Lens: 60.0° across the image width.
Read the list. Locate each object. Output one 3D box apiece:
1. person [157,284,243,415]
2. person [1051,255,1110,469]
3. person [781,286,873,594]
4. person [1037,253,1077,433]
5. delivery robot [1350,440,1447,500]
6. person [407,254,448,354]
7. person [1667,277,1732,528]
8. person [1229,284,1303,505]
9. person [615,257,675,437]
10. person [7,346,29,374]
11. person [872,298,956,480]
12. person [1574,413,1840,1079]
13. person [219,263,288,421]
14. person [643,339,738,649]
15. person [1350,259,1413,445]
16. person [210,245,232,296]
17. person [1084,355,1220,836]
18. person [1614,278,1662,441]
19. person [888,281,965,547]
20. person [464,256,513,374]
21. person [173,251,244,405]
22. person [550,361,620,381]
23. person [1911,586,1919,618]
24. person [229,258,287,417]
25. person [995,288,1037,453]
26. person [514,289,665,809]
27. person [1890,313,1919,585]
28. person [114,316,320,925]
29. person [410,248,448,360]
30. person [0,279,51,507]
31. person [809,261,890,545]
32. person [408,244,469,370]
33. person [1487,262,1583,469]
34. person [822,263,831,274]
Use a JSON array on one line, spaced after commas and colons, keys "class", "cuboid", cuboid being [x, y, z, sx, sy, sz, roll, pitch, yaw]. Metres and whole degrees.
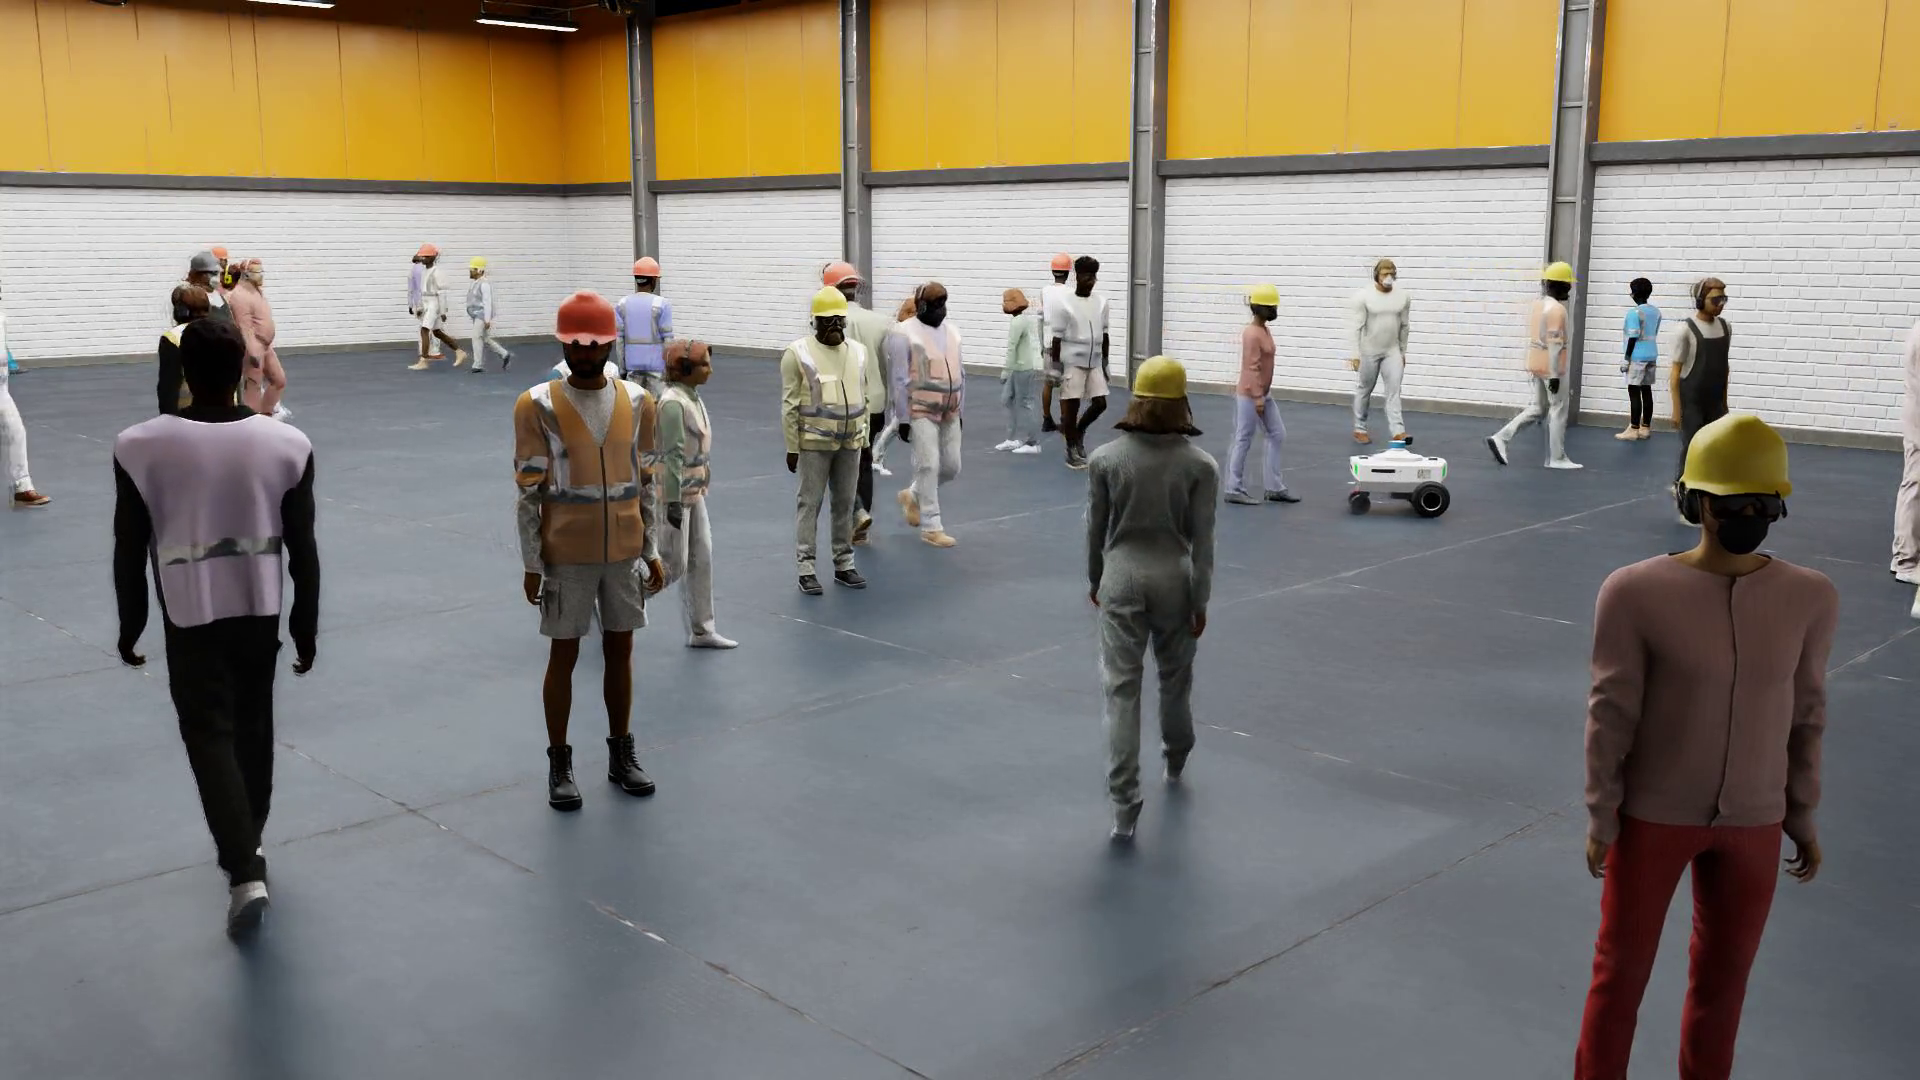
[{"class": "person", "cuboid": [-4.939, -0.765, 10.914, 0.682, 1.823, 0.632, 4, 11, 22]}, {"class": "person", "cuboid": [1.108, -1.622, 15.232, 0.633, 1.946, 0.456, -5, 12, -27]}, {"class": "person", "cuboid": [-0.777, -0.595, 9.959, 0.599, 1.830, 0.404, -7, 13, -34]}, {"class": "person", "cuboid": [1.089, -2.125, 17.999, 0.551, 1.941, 0.342, 10, 14, 43]}, {"class": "delivery robot", "cuboid": [3.363, -0.522, 12.788, 0.707, 0.478, 0.477, 2, 10, 9]}, {"class": "person", "cuboid": [-9.465, -4.171, 29.545, 0.645, 1.799, 0.748, 2, 11, 10]}, {"class": "person", "cuboid": [5.410, -0.999, 12.159, 0.550, 1.832, 0.434, -4, 11, -20]}, {"class": "person", "cuboid": [2.431, -1.123, 13.059, 0.691, 1.740, 0.559, 5, 12, 26]}, {"class": "person", "cuboid": [-2.824, -1.582, 15.050, 0.550, 1.935, 0.376, 3, 11, 14]}, {"class": "person", "cuboid": [-14.750, -3.375, 25.253, 0.577, 1.793, 1.007, 9, 13, 39]}, {"class": "person", "cuboid": [-0.467, -1.329, 14.609, 0.846, 1.594, 0.526, 3, 11, 15]}, {"class": "person", "cuboid": [1.614, 0.603, 3.604, 0.527, 1.768, 0.331, 0, 10, 0]}, {"class": "person", "cuboid": [-7.946, -2.141, 18.415, 0.916, 1.833, 0.530, 0, 10, -1]}, {"class": "person", "cuboid": [-1.493, -0.218, 8.472, 0.623, 1.617, 0.524, 1, 10, 7]}, {"class": "person", "cuboid": [4.241, -1.862, 16.713, 0.664, 1.881, 1.006, -2, 11, -9]}, {"class": "person", "cuboid": [-10.733, -3.279, 24.181, 0.429, 1.981, 0.657, -5, 12, -26]}, {"class": "person", "cuboid": [0.705, 0.170, 6.156, 0.492, 1.697, 0.896, 2, 11, 9]}, {"class": "person", "cuboid": [7.088, -1.884, 17.363, 0.529, 1.694, 0.321, -8, 13, -38]}, {"class": "person", "cuboid": [-0.237, -0.883, 11.550, 0.632, 1.824, 0.640, -9, 14, -41]}, {"class": "person", "cuboid": [-7.319, -3.471, 25.689, 0.729, 1.814, 0.591, -5, 11, -25]}, {"class": "person", "cuboid": [-7.107, -1.768, 15.785, 1.031, 2.000, 0.698, 2, 10, 8]}, {"class": "person", "cuboid": [-2.212, -0.551, 10.296, 0.758, 1.606, 0.541, 7, 13, 35]}, {"class": "person", "cuboid": [5.679, -0.297, 8.998, 0.858, 1.590, 0.506, 8, 13, 36]}, {"class": "person", "cuboid": [-7.341, -2.001, 17.454, 0.485, 1.890, 0.686, -1, 10, -4]}, {"class": "person", "cuboid": [0.519, -1.648, 16.282, 0.564, 1.611, 0.516, 1, 10, 6]}, {"class": "person", "cuboid": [-1.368, 0.037, 6.230, 0.552, 1.933, 0.368, -6, 12, -32]}, {"class": "person", "cuboid": [5.976, -0.676, 10.198, 0.409, 1.907, 0.651, 5, 12, 26]}, {"class": "person", "cuboid": [-2.333, 0.234, 5.297, 0.588, 1.885, 0.950, -8, 13, -37]}, {"class": "person", "cuboid": [-9.063, -4.017, 28.382, 0.666, 1.926, 0.385, 5, 12, 26]}, {"class": "person", "cuboid": [-7.463, -1.142, 12.874, 0.842, 1.850, 0.612, 3, 11, 14]}, {"class": "person", "cuboid": [-0.740, -0.915, 11.375, 0.619, 1.962, 0.618, -6, 12, -28]}, {"class": "person", "cuboid": [-8.350, -3.718, 26.535, 0.985, 2.008, 0.609, -7, 12, -33]}, {"class": "person", "cuboid": [5.304, -1.584, 15.187, 0.771, 1.903, 0.588, 0, 10, 1]}, {"class": "person", "cuboid": [-1.270, -1.951, 17.306, 0.580, 1.848, 0.550, -1, 10, -3]}]
